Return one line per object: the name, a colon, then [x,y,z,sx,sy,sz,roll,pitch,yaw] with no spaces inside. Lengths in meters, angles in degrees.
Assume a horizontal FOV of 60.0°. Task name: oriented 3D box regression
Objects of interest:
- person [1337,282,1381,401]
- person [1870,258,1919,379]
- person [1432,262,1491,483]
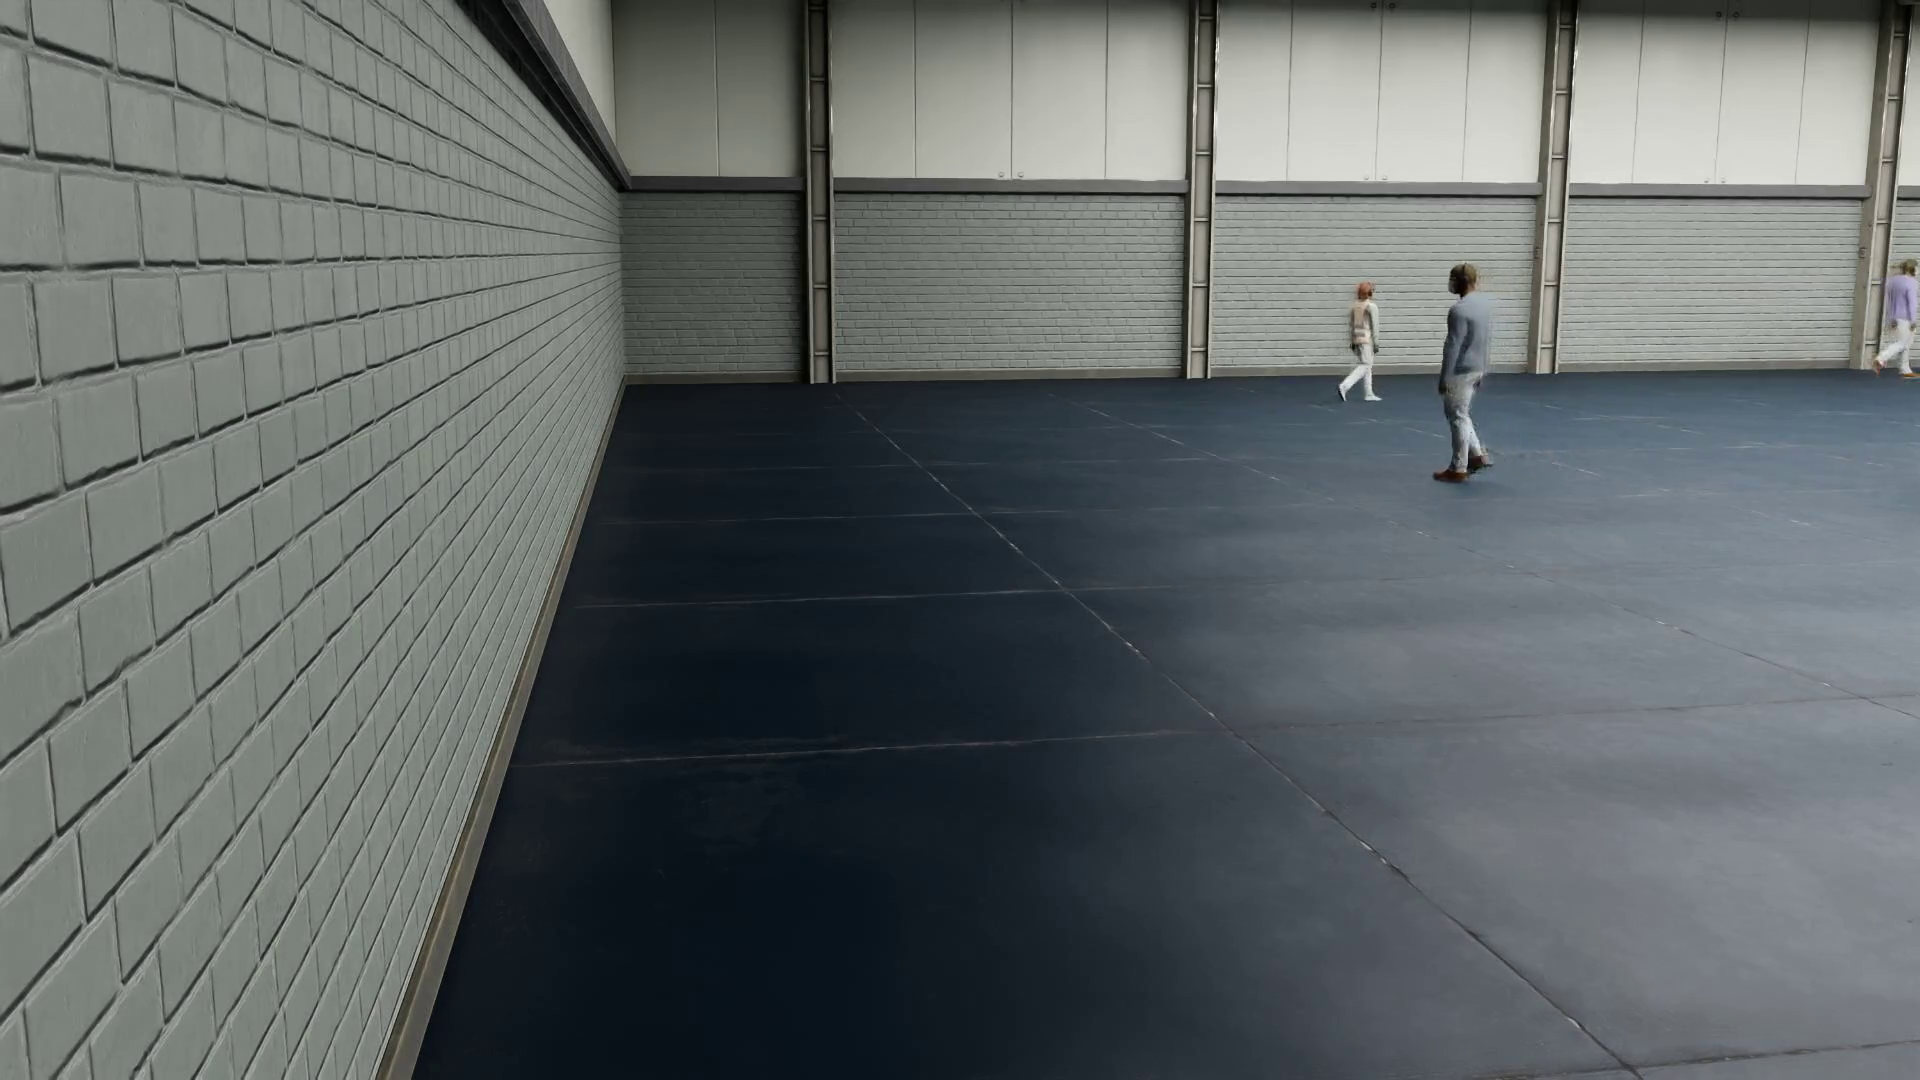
person: [5.367,-2.643,22.253,0.710,1.613,0.521,-3,10,-19]
person: [14.853,-3.489,26.272,0.742,1.923,0.638,1,10,5]
person: [4.371,-1.453,14.516,0.419,1.929,0.660,7,12,36]
